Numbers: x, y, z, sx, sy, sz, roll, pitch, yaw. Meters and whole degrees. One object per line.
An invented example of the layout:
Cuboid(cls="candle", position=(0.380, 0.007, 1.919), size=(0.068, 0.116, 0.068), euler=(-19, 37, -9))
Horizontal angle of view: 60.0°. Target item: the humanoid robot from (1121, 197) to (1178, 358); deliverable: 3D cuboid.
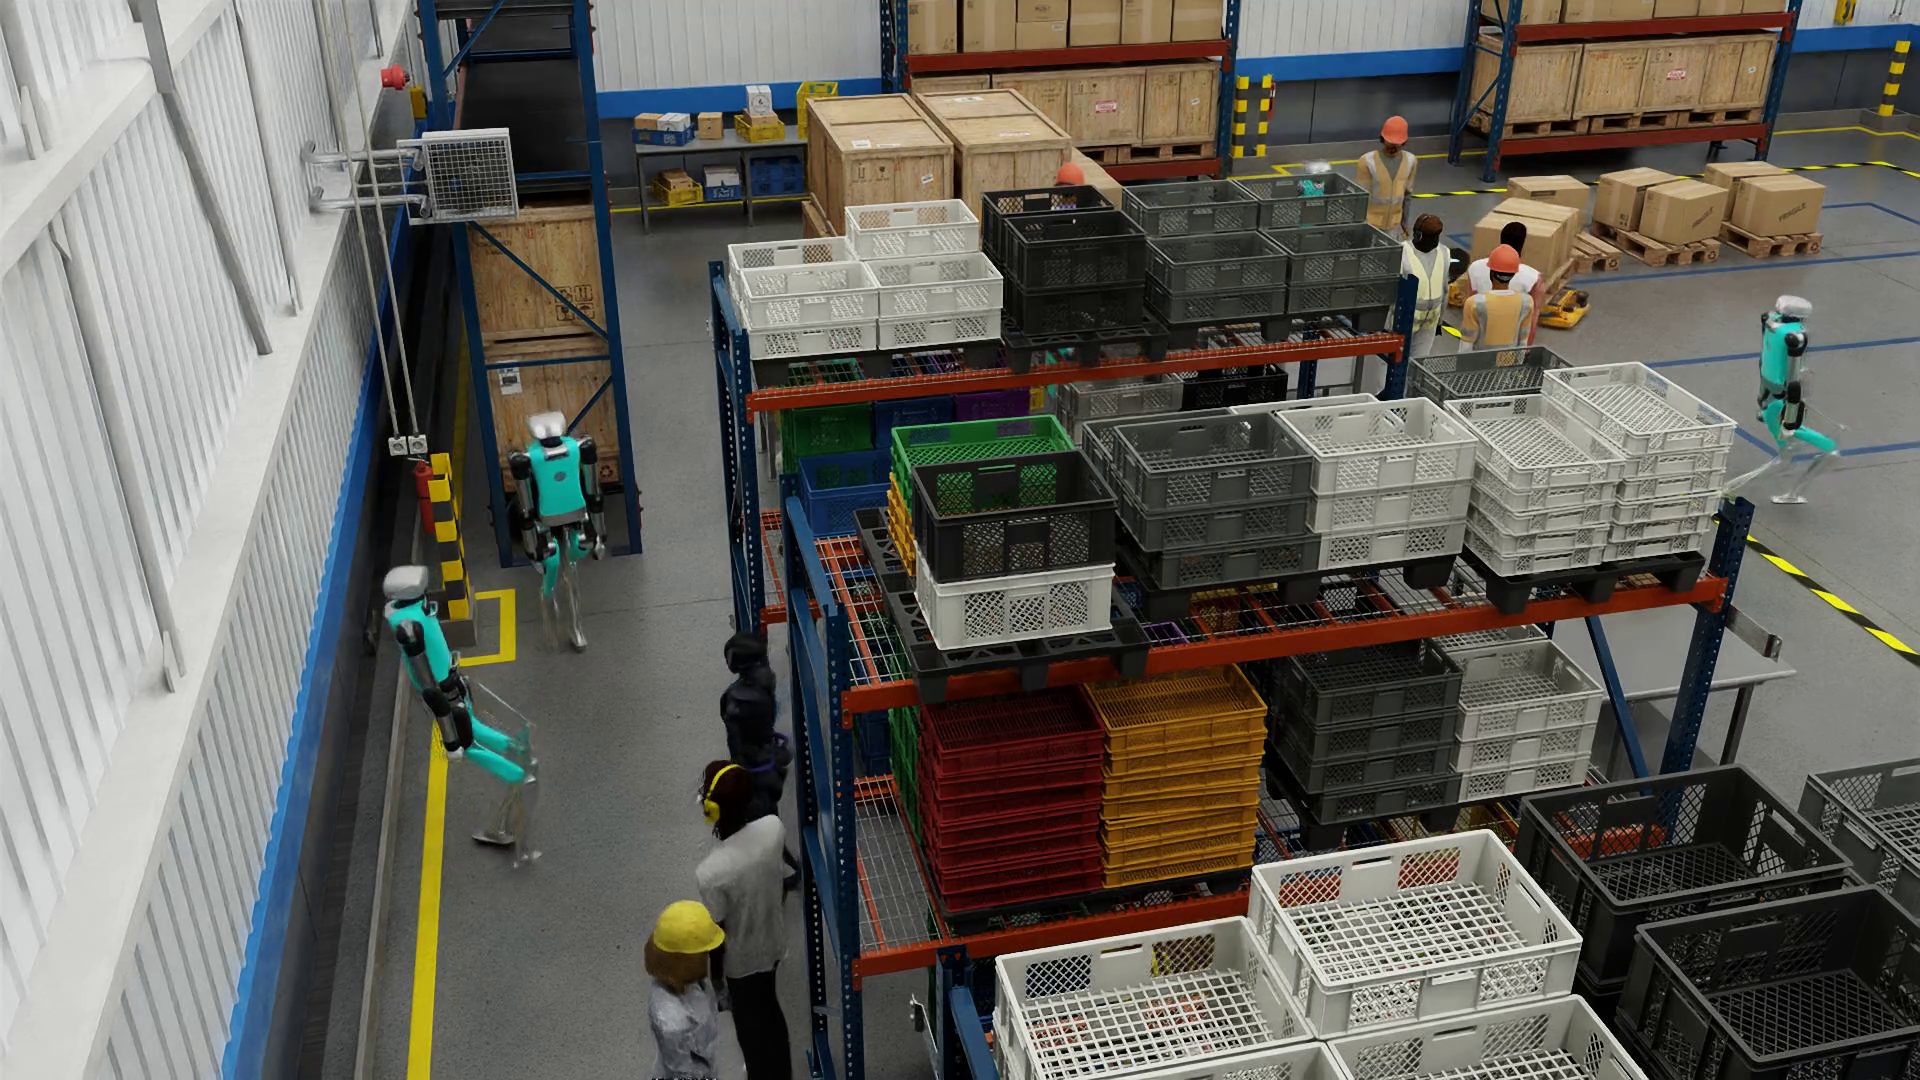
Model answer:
Cuboid(cls="humanoid robot", position=(1.893, -2.291, 14.944), size=(0.807, 1.633, 0.603), euler=(-2, 28, -3))

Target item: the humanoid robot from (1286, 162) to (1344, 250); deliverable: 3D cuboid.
Cuboid(cls="humanoid robot", position=(3.225, -2.754, 15.702), size=(0.554, 1.728, 1.023), euler=(-8, 29, -14))

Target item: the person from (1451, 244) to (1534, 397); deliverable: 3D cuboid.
Cuboid(cls="person", position=(4.045, -1.322, 12.765), size=(0.549, 1.937, 0.354), euler=(-3, 28, -6))

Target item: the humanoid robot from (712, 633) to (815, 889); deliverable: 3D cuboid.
Cuboid(cls="humanoid robot", position=(-1.024, 1.184, 8.313), size=(0.471, 1.629, 0.602), euler=(7, 29, 14))

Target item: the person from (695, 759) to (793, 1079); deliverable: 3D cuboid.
Cuboid(cls="person", position=(-0.899, 1.748, 7.037), size=(0.392, 1.855, 0.506), euler=(17, 32, 29))

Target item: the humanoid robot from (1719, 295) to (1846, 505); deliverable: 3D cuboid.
Cuboid(cls="humanoid robot", position=(6.168, -0.973, 12.288), size=(0.963, 1.727, 0.531), euler=(0, 28, 0))

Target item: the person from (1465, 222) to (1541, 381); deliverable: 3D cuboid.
Cuboid(cls="person", position=(4.300, -1.608, 13.329), size=(0.592, 1.919, 0.392), euler=(18, 33, 30))

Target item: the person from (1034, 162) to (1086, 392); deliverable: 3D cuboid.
Cuboid(cls="person", position=(0.924, -2.246, 14.411), size=(0.607, 2.040, 0.391), euler=(-1, 28, -2))

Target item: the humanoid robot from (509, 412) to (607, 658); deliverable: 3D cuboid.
Cuboid(cls="humanoid robot", position=(-2.562, -0.023, 10.583), size=(0.548, 1.849, 0.754), euler=(-13, 31, -24))

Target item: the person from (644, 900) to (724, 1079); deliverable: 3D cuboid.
Cuboid(cls="person", position=(-1.032, 2.104, 6.478), size=(0.310, 1.739, 0.487), euler=(1, 28, 1))

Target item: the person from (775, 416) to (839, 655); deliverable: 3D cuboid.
Cuboid(cls="person", position=(-0.926, -0.073, 10.494), size=(0.505, 1.846, 0.346), euler=(-18, 33, -31))

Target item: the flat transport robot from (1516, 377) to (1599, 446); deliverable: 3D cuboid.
Cuboid(cls="flat transport robot", position=(4.780, -1.036, 14.013), size=(0.659, 0.231, 1.431), euler=(-6, 28, -12))

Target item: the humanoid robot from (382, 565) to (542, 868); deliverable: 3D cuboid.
Cuboid(cls="humanoid robot", position=(-2.489, 0.926, 8.735), size=(0.812, 1.791, 0.575), euler=(-8, 29, -14))

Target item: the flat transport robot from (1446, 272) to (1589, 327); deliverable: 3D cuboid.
Cuboid(cls="flat transport robot", position=(5.484, -2.431, 16.629), size=(1.431, 0.197, 0.652), euler=(16, 32, 28))

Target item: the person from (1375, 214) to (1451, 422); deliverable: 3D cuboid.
Cuboid(cls="person", position=(3.764, -1.814, 13.813), size=(0.622, 1.837, 0.429), euler=(-9, 29, -16))

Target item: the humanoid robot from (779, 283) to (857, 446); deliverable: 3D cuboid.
Cuboid(cls="humanoid robot", position=(-1.041, -1.094, 12.563), size=(0.910, 1.769, 0.543), euler=(-2, 28, -4))

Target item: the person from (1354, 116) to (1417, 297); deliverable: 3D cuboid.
Cuboid(cls="person", position=(4.044, -3.043, 15.928), size=(0.604, 2.036, 0.389), euler=(-6, 28, -11))

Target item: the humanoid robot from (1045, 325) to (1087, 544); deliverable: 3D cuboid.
Cuboid(cls="humanoid robot", position=(0.926, -0.810, 12.027), size=(0.828, 1.801, 0.544), euler=(-10, 29, -18))

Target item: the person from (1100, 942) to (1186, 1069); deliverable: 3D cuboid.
Cuboid(cls="person", position=(0.700, 2.189, 6.224), size=(0.976, 1.828, 0.500), euler=(-4, 28, -7))
